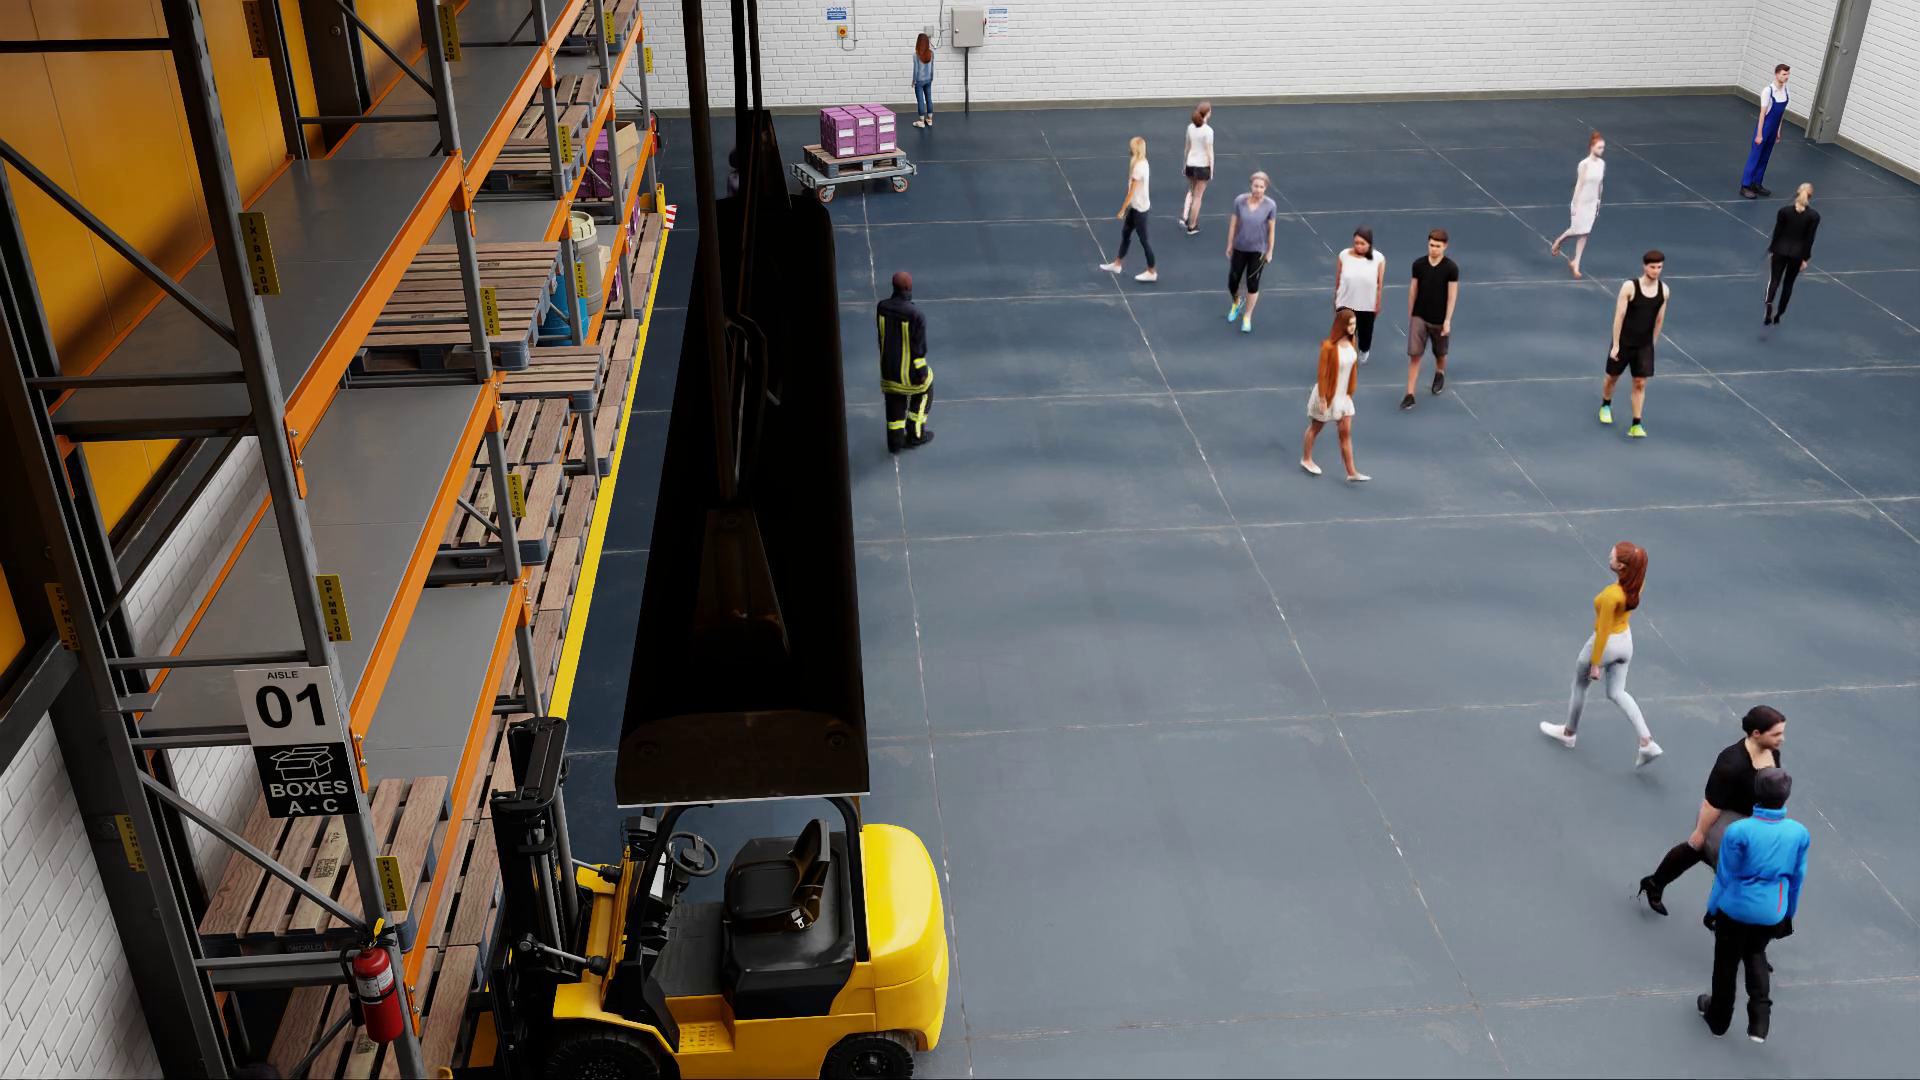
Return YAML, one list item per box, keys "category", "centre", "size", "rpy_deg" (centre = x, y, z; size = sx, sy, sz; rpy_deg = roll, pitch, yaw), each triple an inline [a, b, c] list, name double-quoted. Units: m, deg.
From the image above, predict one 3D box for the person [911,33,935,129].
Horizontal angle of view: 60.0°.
- category: "person"
  centre: [-0.590, -7.423, 26.838]
  size: [0.640, 1.477, 0.660]
  rpy_deg: [-20, 35, -32]

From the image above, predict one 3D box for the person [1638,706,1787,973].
- category: "person"
  centre: [4.480, 1.685, 9.903]
  size: [1.074, 1.703, 1.224]
  rpy_deg: [-23, 36, -35]

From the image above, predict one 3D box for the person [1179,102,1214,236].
- category: "person"
  centre: [3.073, -4.858, 21.856]
  size: [0.742, 1.743, 0.803]
  rpy_deg: [23, 36, 36]

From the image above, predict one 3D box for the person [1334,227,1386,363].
- category: "person"
  centre: [4.234, -2.524, 17.652]
  size: [0.875, 1.672, 1.007]
  rpy_deg: [9, 30, 16]

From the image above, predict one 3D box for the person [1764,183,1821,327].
- category: "person"
  centre: [9.358, -3.172, 18.822]
  size: [0.919, 1.689, 1.035]
  rpy_deg: [16, 33, 27]

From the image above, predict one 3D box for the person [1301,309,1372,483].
- category: "person"
  centre: [3.415, -1.381, 15.537]
  size: [0.936, 1.691, 1.116]
  rpy_deg: [-17, 33, -28]

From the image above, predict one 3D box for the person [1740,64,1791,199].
- category: "person"
  centre: [11.381, -5.787, 23.448]
  size: [0.704, 1.851, 0.694]
  rpy_deg: [-14, 32, -24]

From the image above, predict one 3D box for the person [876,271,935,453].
- category: "person"
  centre: [-0.590, -1.691, 15.977]
  size: [0.932, 1.814, 0.982]
  rpy_deg: [18, 33, 30]

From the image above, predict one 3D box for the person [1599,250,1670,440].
- category: "person"
  centre: [6.624, -1.982, 16.477]
  size: [0.774, 1.846, 1.128]
  rpy_deg: [1, 29, 2]

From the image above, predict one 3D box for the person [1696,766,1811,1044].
- category: "person"
  centre: [4.350, 2.091, 9.080]
  size: [0.636, 1.779, 0.755]
  rpy_deg: [0, 29, 0]

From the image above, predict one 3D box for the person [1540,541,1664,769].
- category: "person"
  centre: [4.564, 0.807, 11.491]
  size: [0.963, 1.726, 1.178]
  rpy_deg: [-20, 34, -32]

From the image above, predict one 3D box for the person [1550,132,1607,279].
- category: "person"
  centre: [7.623, -4.126, 20.474]
  size: [0.728, 1.782, 0.896]
  rpy_deg: [-11, 30, -19]

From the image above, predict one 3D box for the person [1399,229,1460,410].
- category: "person"
  centre: [4.890, -2.303, 17.087]
  size: [1.142, 1.826, 1.306]
  rpy_deg: [16, 32, 27]

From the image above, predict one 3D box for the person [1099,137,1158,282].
- category: "person"
  centre: [2.279, -4.001, 20.252]
  size: [0.747, 1.775, 0.917]
  rpy_deg: [2, 29, 4]

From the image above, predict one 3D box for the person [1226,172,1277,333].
- category: "person"
  centre: [3.282, -3.288, 18.853]
  size: [0.827, 1.864, 0.889]
  rpy_deg: [10, 30, 17]
